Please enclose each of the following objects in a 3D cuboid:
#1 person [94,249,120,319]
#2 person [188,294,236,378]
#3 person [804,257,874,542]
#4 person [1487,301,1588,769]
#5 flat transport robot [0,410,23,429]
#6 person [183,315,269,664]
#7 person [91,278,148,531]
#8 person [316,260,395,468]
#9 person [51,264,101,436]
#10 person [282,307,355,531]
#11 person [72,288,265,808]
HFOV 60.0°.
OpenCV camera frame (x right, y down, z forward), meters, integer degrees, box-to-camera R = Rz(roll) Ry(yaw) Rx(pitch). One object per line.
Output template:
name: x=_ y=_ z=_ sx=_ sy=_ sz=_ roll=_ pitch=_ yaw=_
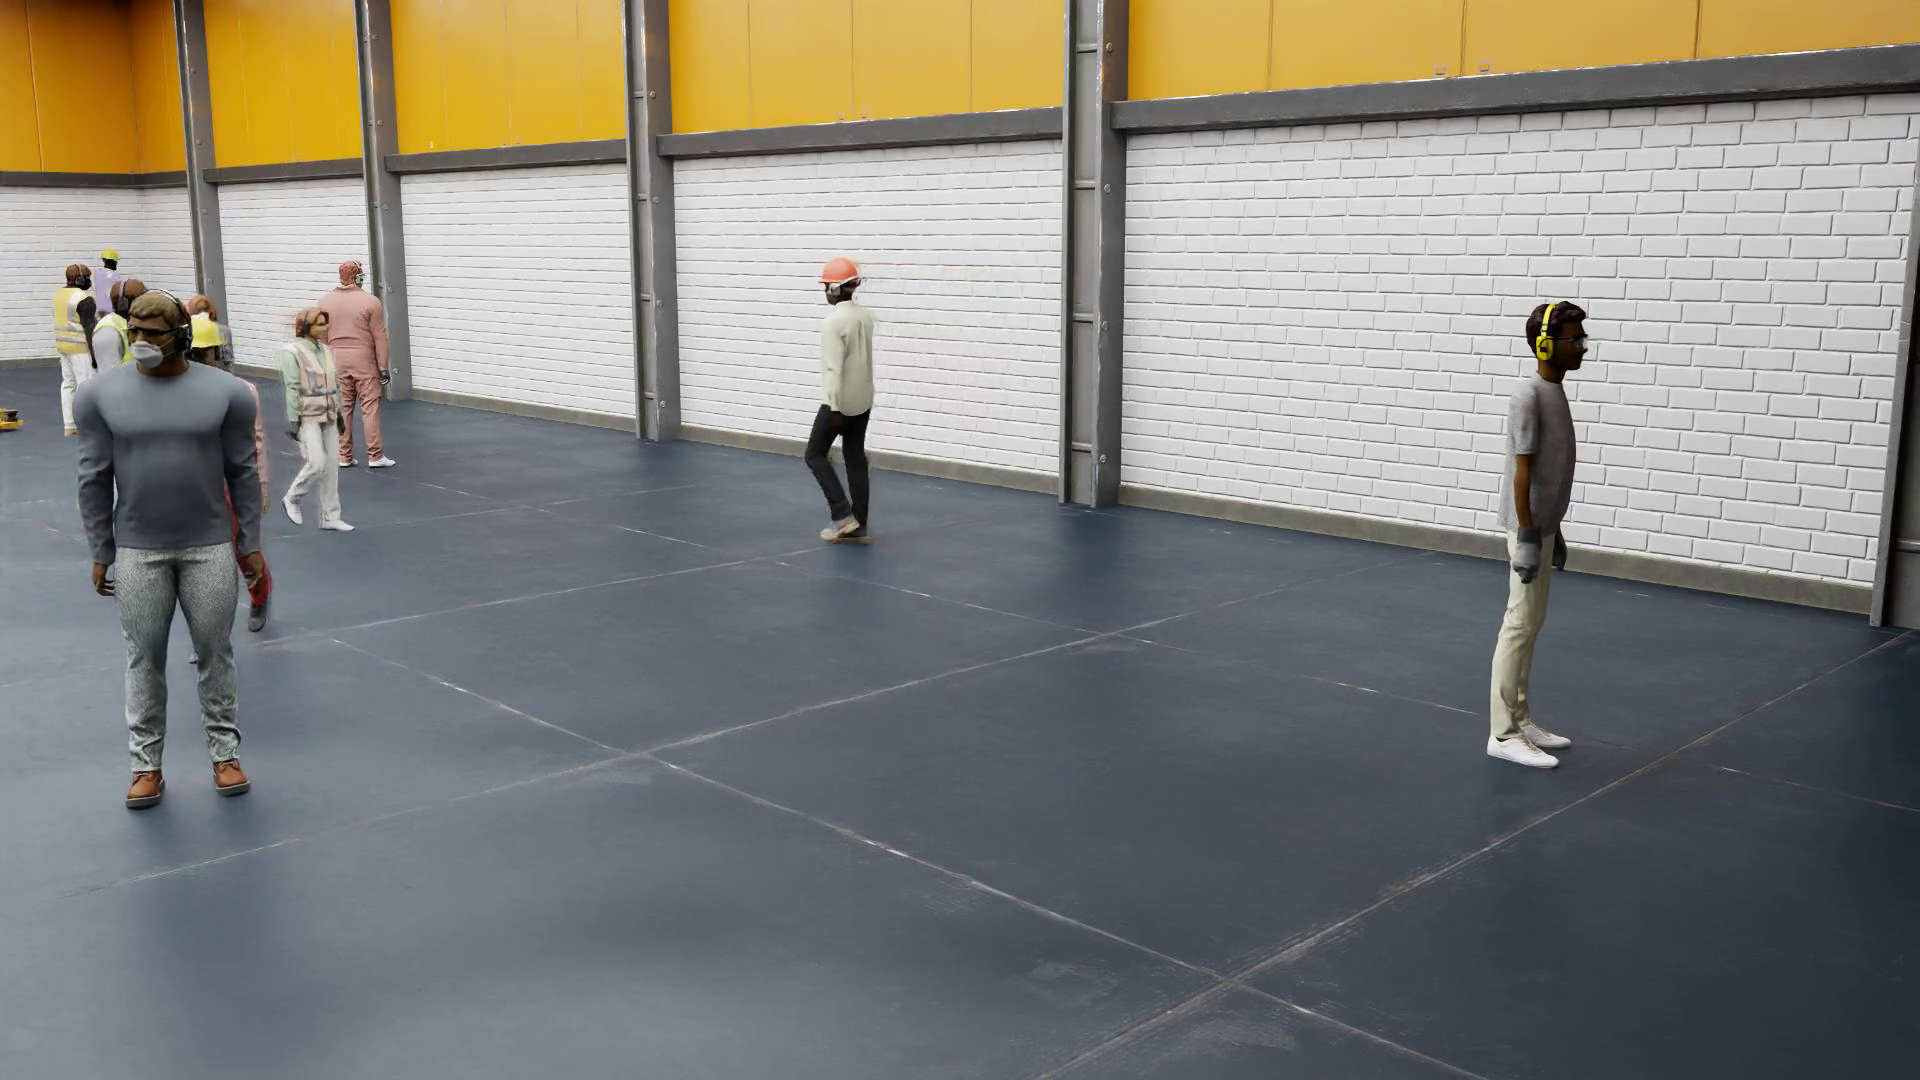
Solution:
person: x=-13.711 y=-3.736 z=26.874 sx=0.580 sy=1.918 sz=0.404 roll=6 pitch=12 yaw=30
person: x=-6.771 y=-1.394 z=14.914 sx=0.507 sy=1.622 sz=0.540 roll=-7 pitch=13 yaw=-35
person: x=-0.815 y=-0.956 z=11.533 sx=0.448 sy=1.977 sz=0.622 roll=6 pitch=12 yaw=31
person: x=2.362 y=-0.029 z=6.763 sx=0.326 sy=1.874 sz=0.518 roll=6 pitch=12 yaw=30
flat transport robot: x=-11.075 y=-1.301 z=18.070 sx=1.431 sy=0.197 sz=0.652 roll=1 pitch=10 yaw=4
person: x=-3.829 y=-0.295 z=8.588 sx=0.527 sy=1.740 sz=0.811 roll=-2 pitch=10 yaw=-8
person: x=-5.764 y=-0.906 z=11.650 sx=0.435 sy=1.832 sz=0.648 roll=0 pitch=10 yaw=-2
person: x=-5.528 y=-1.605 z=15.261 sx=0.654 sy=1.906 sz=0.408 roll=2 pitch=10 yaw=8
person: x=-9.306 y=-1.993 z=17.599 sx=0.630 sy=1.835 sz=0.433 roll=7 pitch=12 yaw=33
person: x=-4.641 y=-0.856 z=11.930 sx=0.420 sy=1.625 sz=0.543 roll=4 pitch=11 yaw=20
person: x=-2.953 y=0.029 z=6.273 sx=0.629 sy=1.937 sz=0.379 roll=-5 pitch=11 yaw=-24
